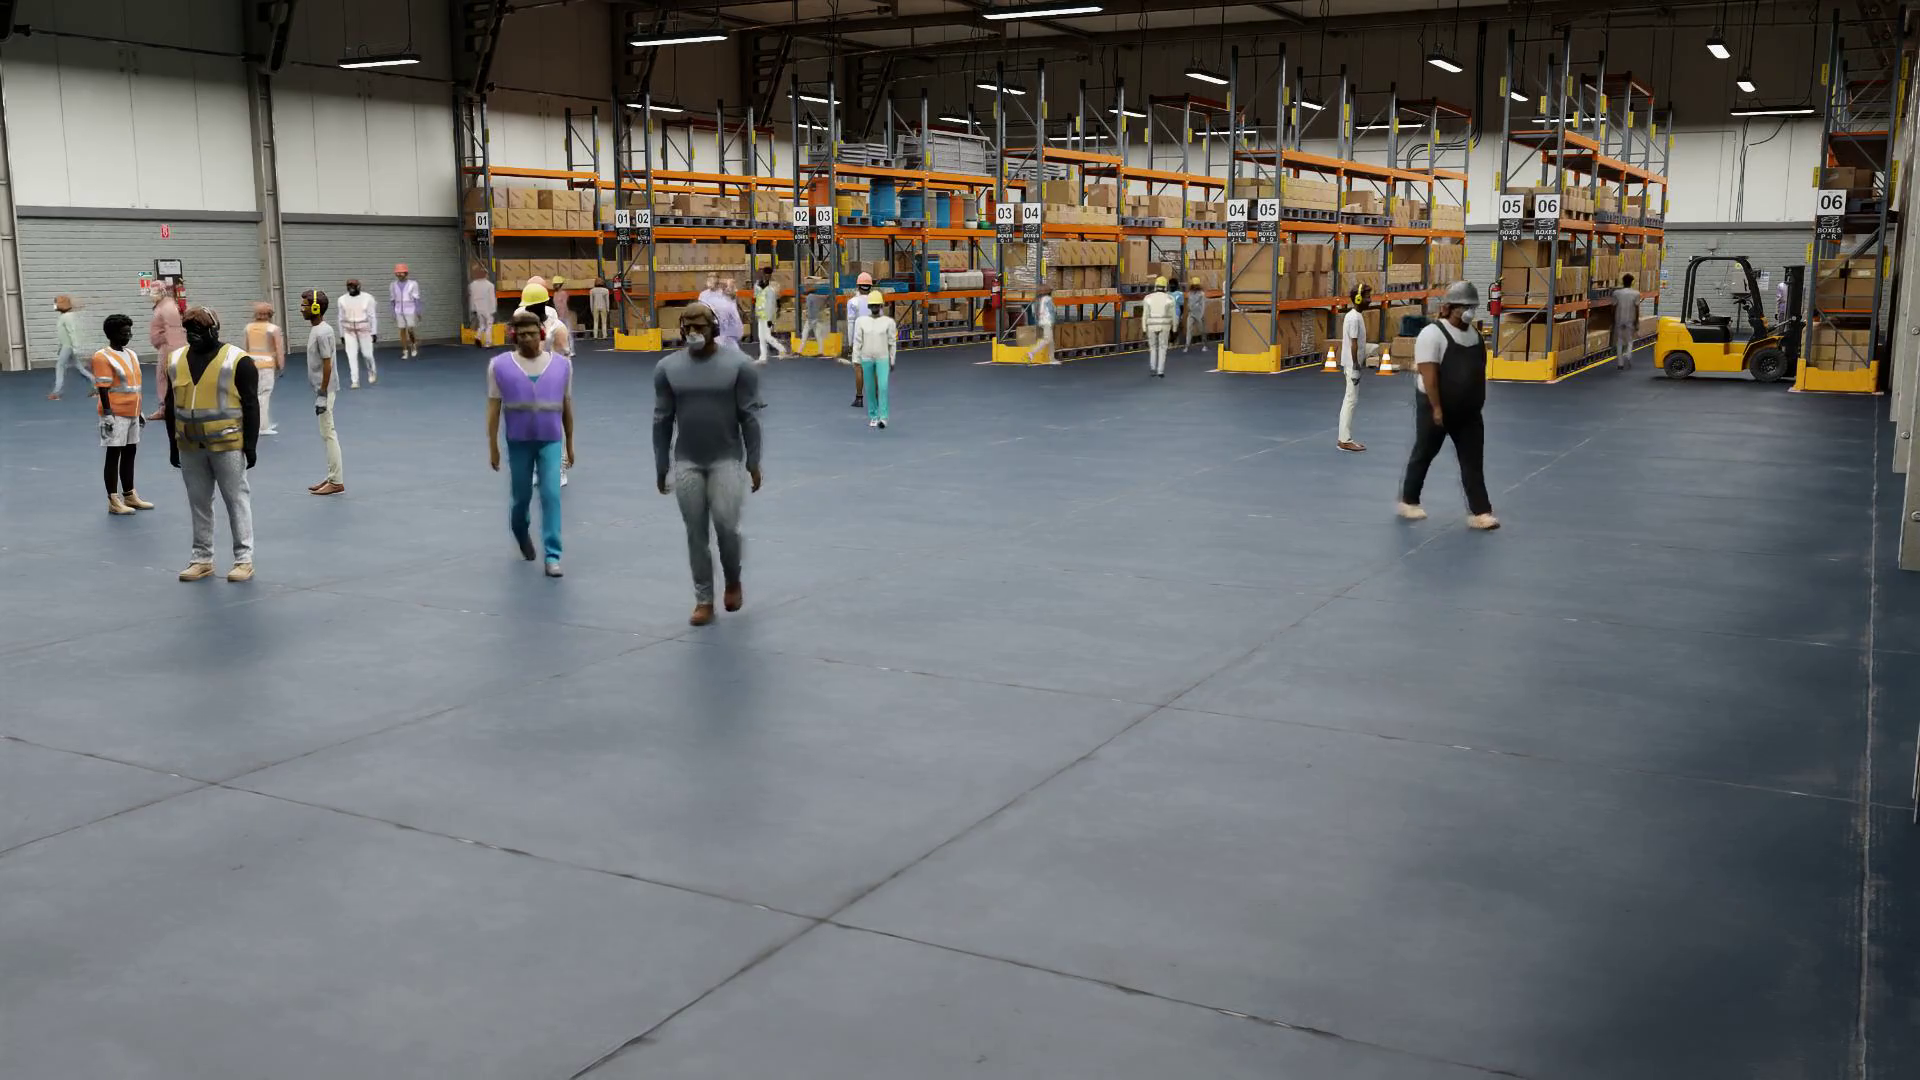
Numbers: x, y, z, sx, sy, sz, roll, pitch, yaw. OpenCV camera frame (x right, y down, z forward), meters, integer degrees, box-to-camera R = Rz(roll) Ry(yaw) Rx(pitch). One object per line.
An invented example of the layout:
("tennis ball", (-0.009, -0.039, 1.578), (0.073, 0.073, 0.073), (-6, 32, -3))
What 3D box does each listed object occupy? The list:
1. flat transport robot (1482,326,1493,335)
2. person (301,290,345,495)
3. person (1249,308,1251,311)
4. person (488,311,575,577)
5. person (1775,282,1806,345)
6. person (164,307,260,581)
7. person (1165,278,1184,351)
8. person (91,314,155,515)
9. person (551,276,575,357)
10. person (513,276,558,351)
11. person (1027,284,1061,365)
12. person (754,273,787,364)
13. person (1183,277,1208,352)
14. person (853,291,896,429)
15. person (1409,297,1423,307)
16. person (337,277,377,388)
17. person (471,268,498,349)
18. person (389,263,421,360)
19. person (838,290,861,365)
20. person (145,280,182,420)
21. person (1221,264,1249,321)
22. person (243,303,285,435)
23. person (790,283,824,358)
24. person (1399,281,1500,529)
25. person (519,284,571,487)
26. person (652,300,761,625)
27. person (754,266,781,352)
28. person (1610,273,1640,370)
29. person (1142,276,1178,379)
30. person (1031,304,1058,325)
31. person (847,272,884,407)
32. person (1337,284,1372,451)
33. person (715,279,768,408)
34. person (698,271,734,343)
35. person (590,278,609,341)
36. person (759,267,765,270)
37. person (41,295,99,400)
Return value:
("flat transport robot", (14.568, -5.773, 45.813), (0.652, 0.197, 1.431), (5, 11, 25))
("person", (-5.844, -1.344, 15.207), (0.329, 1.873, 0.515), (-4, 10, -21))
("person", (6.333, -5.246, 38.089), (0.658, 1.852, 0.944), (3, 10, 18))
("person", (-2.970, -0.682, 11.528), (0.581, 1.812, 0.835), (-4, 10, -21))
("person", (18.427, -5.080, 36.944), (0.585, 1.920, 0.391), (5, 11, 28))
("person", (-5.011, -0.635, 11.137), (0.630, 1.842, 0.429), (1, 10, 5))
("person", (4.956, -5.245, 38.575), (0.536, 1.678, 0.703), (7, 12, 34))
("person", (-7.101, -1.065, 14.090), (0.319, 1.693, 0.533), (1, 10, 4))
("person", (-8.646, -4.784, 35.727), (0.535, 1.732, 0.817), (9, 13, 43))
("person", (-4.938, -2.113, 19.511), (0.543, 1.939, 0.360), (1, 10, 5))
("person", (1.675, -4.280, 33.128), (0.650, 1.609, 0.551), (-2, 10, -12))
("person", (-3.866, -4.472, 33.633), (0.572, 1.831, 0.637), (-5, 11, -26))
("person", (5.403, -5.126, 37.866), (0.495, 1.699, 0.902), (7, 12, 34))
("person", (-1.085, -2.257, 20.982), (0.532, 1.727, 0.887), (1, 10, 4))
("person", (12.844, -6.732, 46.695), (0.713, 1.888, 0.625), (-8, 12, -38))
("person", (-9.973, -3.433, 27.555), (0.641, 1.829, 0.630), (-1, 10, -8))
("person", (-11.075, -5.391, 38.838), (0.665, 1.888, 0.433), (4, 11, 23))
("person", (-11.619, -4.771, 34.799), (0.642, 2.030, 0.438), (0, 10, 2))
("person", (-1.983, -4.368, 33.158), (1.013, 1.797, 0.519), (0, 10, 1))
("person", (-10.461, -2.522, 22.103), (0.734, 1.870, 0.675), (-5, 11, -25))
("person", (5.822, -4.835, 35.177), (0.606, 2.035, 0.403), (5, 11, 28))
("person", (-8.514, -2.099, 20.430), (0.538, 1.596, 0.692), (2, 10, 14))
("person", (-3.266, -4.708, 35.695), (0.799, 1.593, 0.505), (4, 10, 20))
("person", (3.976, -1.134, 13.477), (0.683, 2.000, 1.043), (-3, 10, -20))
("person", (-3.919, -1.437, 15.618), (0.589, 1.917, 0.392), (6, 11, 31))
("person", (-1.495, -0.450, 9.821), (0.649, 1.920, 0.466), (1, 10, 6))
("person", (-4.363, -5.231, 37.722), (0.628, 1.948, 0.455), (-1, 10, -5))
("person", (12.692, -4.160, 31.774), (0.512, 1.852, 0.571), (4, 11, 23))
("person", (3.589, -3.788, 29.698), (0.619, 1.805, 0.704), (3, 10, 16))
("person", (1.918, -5.205, 37.654), (0.626, 1.931, 0.376), (0, 10, -2))
("person", (-1.374, -2.885, 24.030), (0.547, 1.938, 0.359), (-4, 10, -20))
("person", (4.431, -1.932, 18.668), (0.309, 1.864, 0.535), (1, 10, 9))
("person", (-3.306, -2.808, 23.835), (0.980, 1.860, 0.659), (-1, 10, -7))
("person", (-4.064, -3.478, 27.544), (0.649, 1.919, 0.448), (4, 10, 22))
("person", (-9.241, -5.909, 42.668), (0.496, 1.627, 0.286), (0, 10, -2))
("person", (-5.312, -6.405, 44.800), (0.584, 1.882, 0.345), (5, 11, 28))
("person", (-13.580, -2.938, 25.375), (0.867, 1.601, 0.508), (-7, 12, -37))
